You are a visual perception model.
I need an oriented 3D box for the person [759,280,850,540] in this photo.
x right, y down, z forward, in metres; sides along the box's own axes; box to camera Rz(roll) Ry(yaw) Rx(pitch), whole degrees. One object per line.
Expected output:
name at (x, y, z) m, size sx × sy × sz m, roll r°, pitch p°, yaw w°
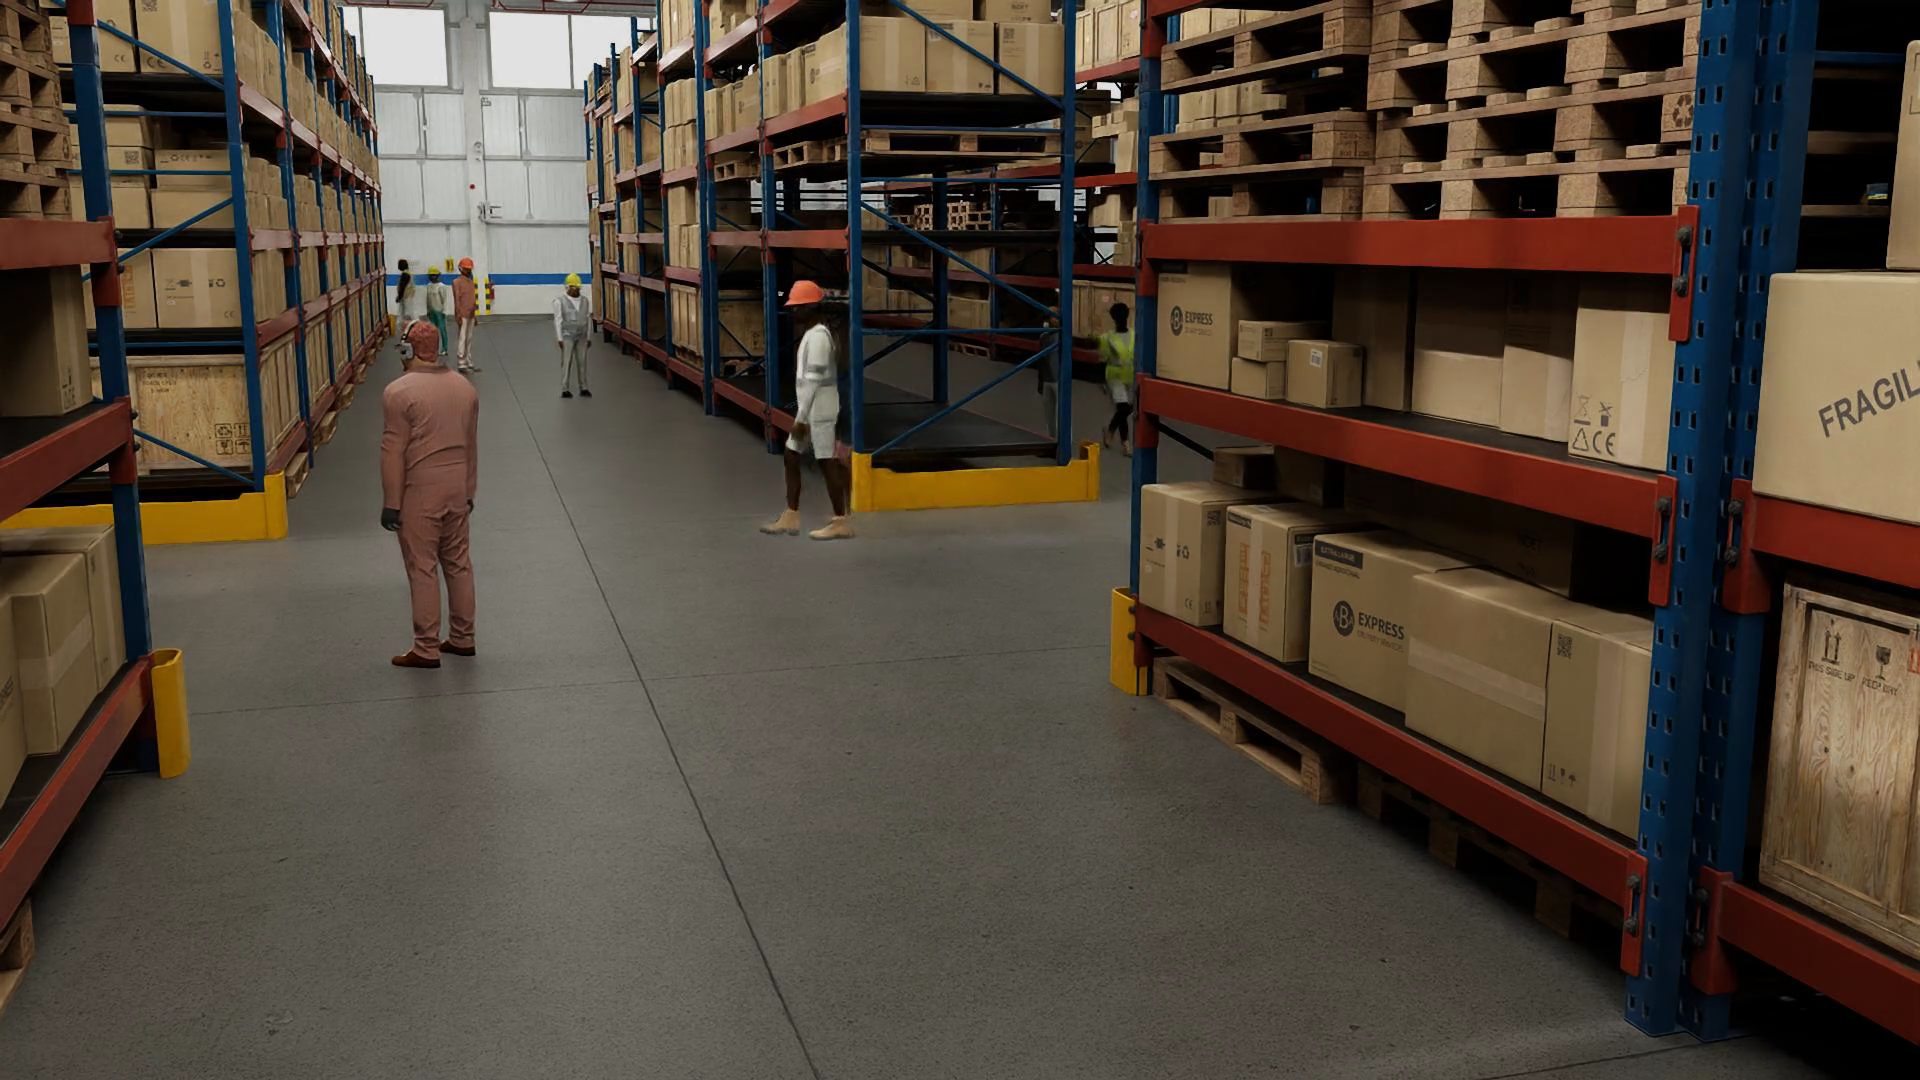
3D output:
person at (-1.239, -0.977, 12.817) m, size 0.831 × 2.016 × 0.611 m, roll -2°, pitch 11°, yaw -13°

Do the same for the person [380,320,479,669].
person at (-2.932, -0.253, 9.156) m, size 0.400 × 1.902 × 0.641 m, roll 5°, pitch 11°, yaw 25°

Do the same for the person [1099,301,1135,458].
person at (1.710, -1.743, 17.943) m, size 0.533 × 1.667 × 0.739 m, roll -4°, pitch 11°, yaw -23°

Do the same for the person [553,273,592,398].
person at (-5.651, -2.982, 24.325) m, size 0.602 × 1.822 × 0.403 m, roll -10°, pitch 14°, yaw -43°

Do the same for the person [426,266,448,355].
person at (-10.423, -4.552, 33.081) m, size 0.522 × 1.769 × 0.317 m, roll 6°, pitch 12°, yaw 30°

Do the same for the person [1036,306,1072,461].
person at (0.995, -1.652, 17.577) m, size 0.289 × 1.627 × 0.498 m, roll -7°, pitch 13°, yaw -34°

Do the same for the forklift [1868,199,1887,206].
forklift at (11.338, -2.915, 21.052) m, size 1.129 × 2.768 × 1.873 m, roll -3°, pitch 11°, yaw -17°

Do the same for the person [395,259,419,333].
person at (-13.511, -5.872, 40.236) m, size 0.932 × 1.799 × 0.627 m, roll -3°, pitch 11°, yaw -17°

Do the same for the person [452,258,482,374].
person at (-8.522, -3.870, 28.732) m, size 0.392 × 1.988 × 0.608 m, roll 2°, pitch 11°, yaw 11°
